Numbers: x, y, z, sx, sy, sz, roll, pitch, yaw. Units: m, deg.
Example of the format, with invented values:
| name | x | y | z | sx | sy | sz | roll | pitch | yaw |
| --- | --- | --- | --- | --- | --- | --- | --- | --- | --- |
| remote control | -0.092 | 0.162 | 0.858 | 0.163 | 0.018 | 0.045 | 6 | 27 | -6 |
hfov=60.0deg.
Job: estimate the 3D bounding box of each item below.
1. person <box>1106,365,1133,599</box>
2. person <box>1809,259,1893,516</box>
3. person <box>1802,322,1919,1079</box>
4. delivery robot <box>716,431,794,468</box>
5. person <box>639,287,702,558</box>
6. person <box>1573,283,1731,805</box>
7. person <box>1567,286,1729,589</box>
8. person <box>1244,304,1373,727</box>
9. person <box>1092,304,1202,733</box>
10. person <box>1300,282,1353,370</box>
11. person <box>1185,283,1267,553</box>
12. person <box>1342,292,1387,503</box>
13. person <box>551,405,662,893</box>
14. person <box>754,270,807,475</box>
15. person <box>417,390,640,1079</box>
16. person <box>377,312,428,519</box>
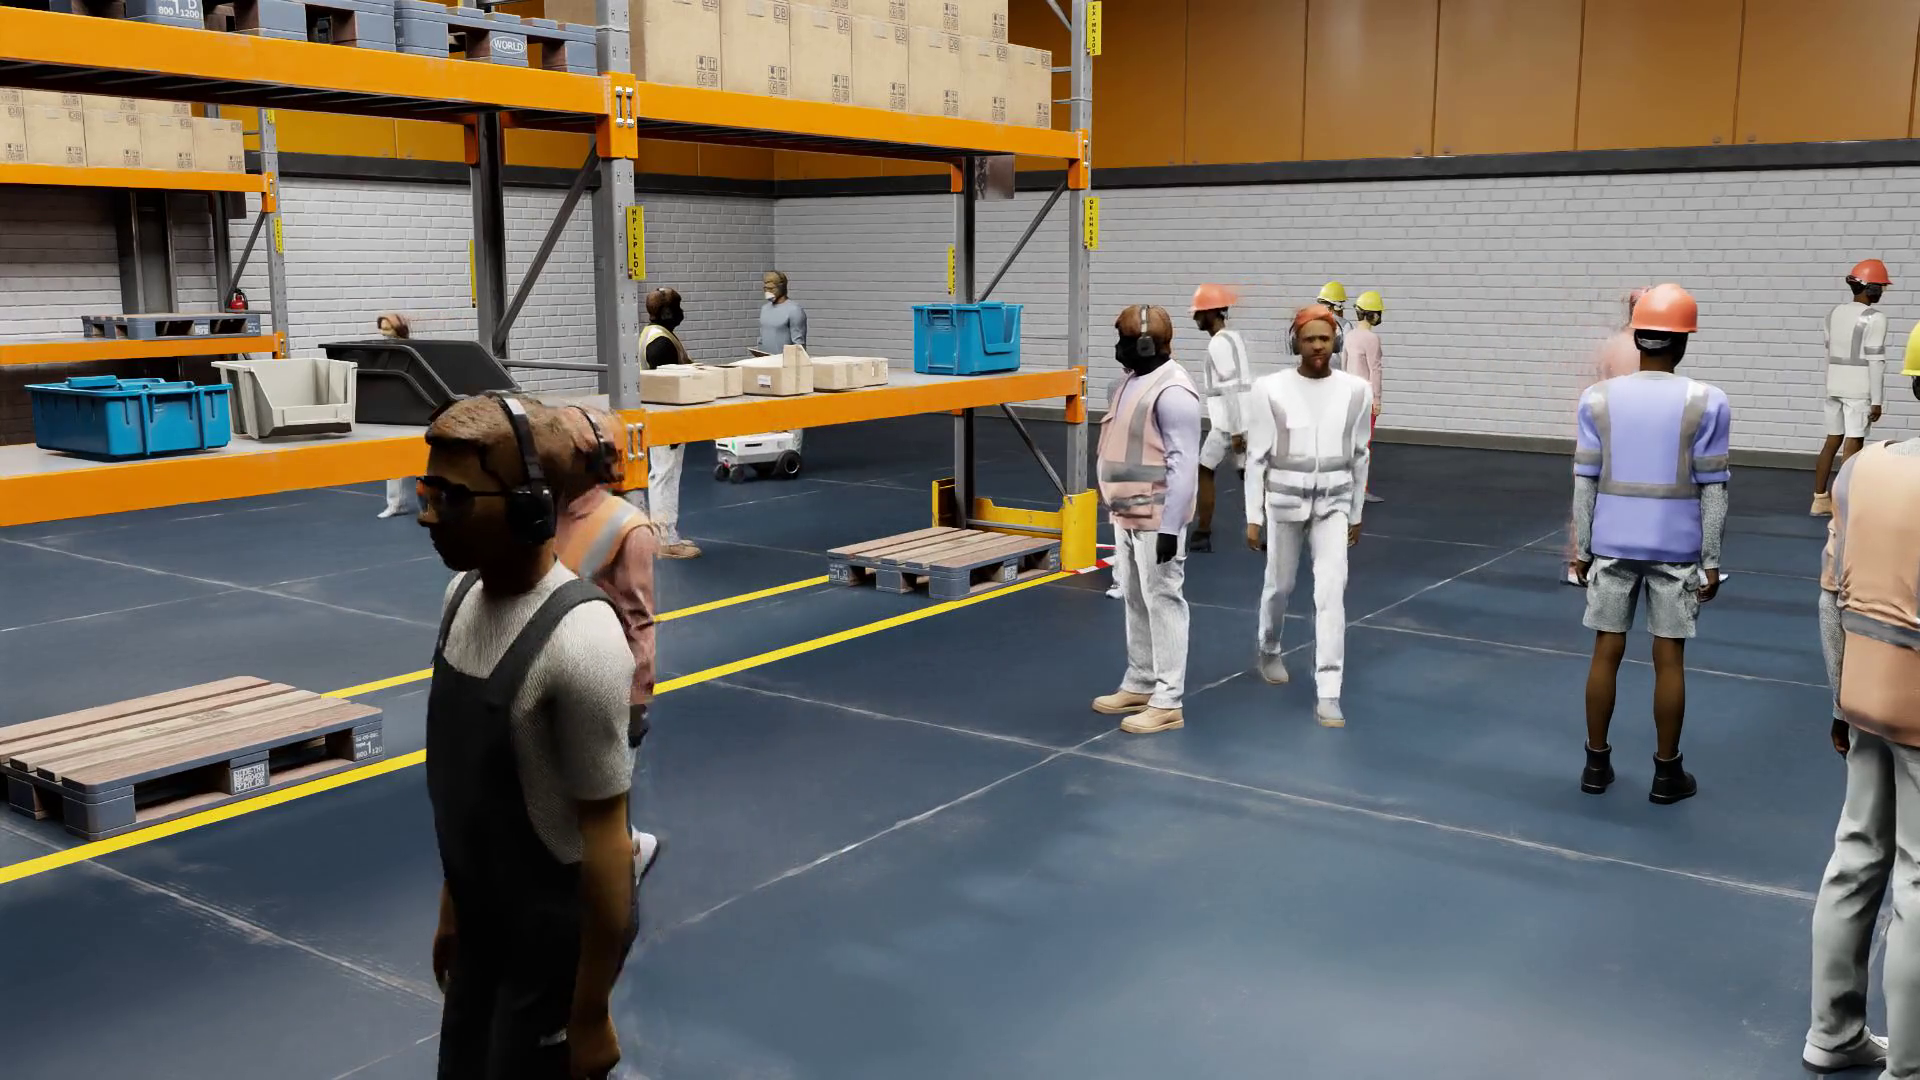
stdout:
| name | x | y | z | sx | sy | sz | roll | pitch | yaw |
| --- | --- | --- | --- | --- | --- | --- | --- | --- | --- |
| person | 1.137 | -0.467 | 10.177 | 0.515 | 1.584 | 0.871 | 4 | 10 | 23 |
| person | 6.967 | -1.153 | 12.945 | 0.394 | 2.038 | 0.607 | -2 | 10 | -10 |
| person | 2.280 | 0.408 | 3.933 | 0.352 | 1.929 | 0.594 | -2 | 10 | -10 |
| delivery robot | -1.891 | -0.870 | 15.356 | 0.707 | 0.478 | 0.477 | -8 | 12 | -38 |
| person | -1.991 | -0.800 | 11.392 | 0.429 | 1.847 | 0.627 | -3 | 10 | -16 |
| person | 2.574 | 0.019 | 6.230 | 0.545 | 1.938 | 0.359 | 6 | 11 | 33 |
| person | 4.167 | -0.581 | 10.019 | 0.970 | 1.856 | 0.665 | 7 | 12 | 35 |
| person | 1.573 | -0.156 | 7.594 | 0.577 | 1.843 | 0.985 | 0 | 10 | 1 |
| person | 0.804 | -0.093 | 7.194 | 0.430 | 1.840 | 0.624 | -2 | 10 | -14 |
| person | 3.369 | -1.426 | 15.146 | 0.403 | 1.835 | 0.588 | -7 | 12 | -36 |
| person | 1.926 | -0.819 | 11.456 | 0.848 | 1.884 | 0.564 | 4 | 10 | 22 |
| person | 3.404 | -1.200 | 14.003 | 0.326 | 1.767 | 0.533 | -3 | 10 | -16 |
| person | -1.042 | 0.419 | 4.756 | 0.535 | 1.623 | 0.455 | 7 | 12 | 34 |
| person | -1.706 | -1.582 | 15.783 | 0.373 | 1.935 | 0.627 | -9 | 13 | -43 |
| person | -0.668 | 0.659 | 2.752 | 0.619 | 1.832 | 0.536 | -7 | 12 | -36 |
| person | -4.405 | -0.993 | 13.193 | 0.522 | 1.627 | 0.534 | 5 | 11 | 27 |
